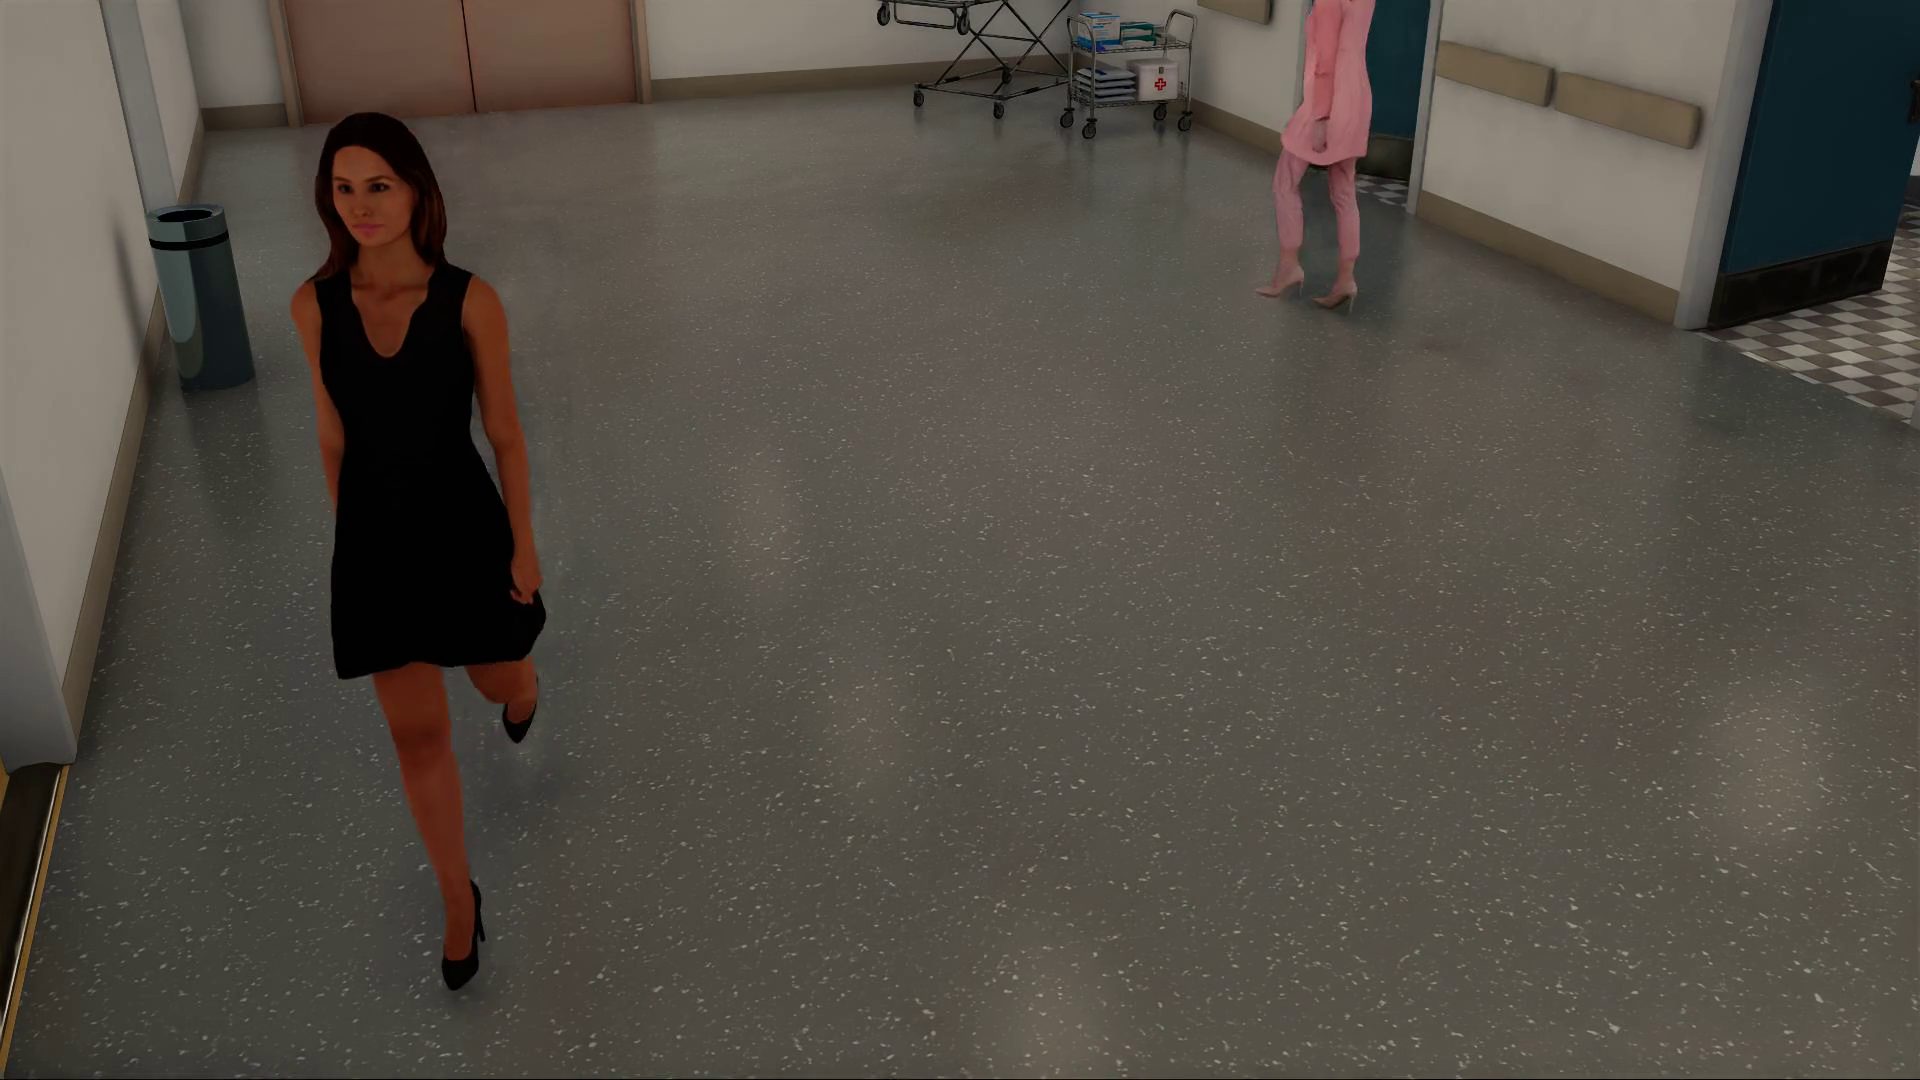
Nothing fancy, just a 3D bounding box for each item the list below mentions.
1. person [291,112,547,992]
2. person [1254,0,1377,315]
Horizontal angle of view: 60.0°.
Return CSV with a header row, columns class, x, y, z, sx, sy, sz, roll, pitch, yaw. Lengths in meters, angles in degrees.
class,x,y,z,sx,sy,sz,roll,pitch,yaw
person,-1.082,0.018,3.526,0.773,1.812,1.142,-2,26,-4
person,1.764,-1.895,7.528,0.759,1.782,0.840,-21,33,-37
